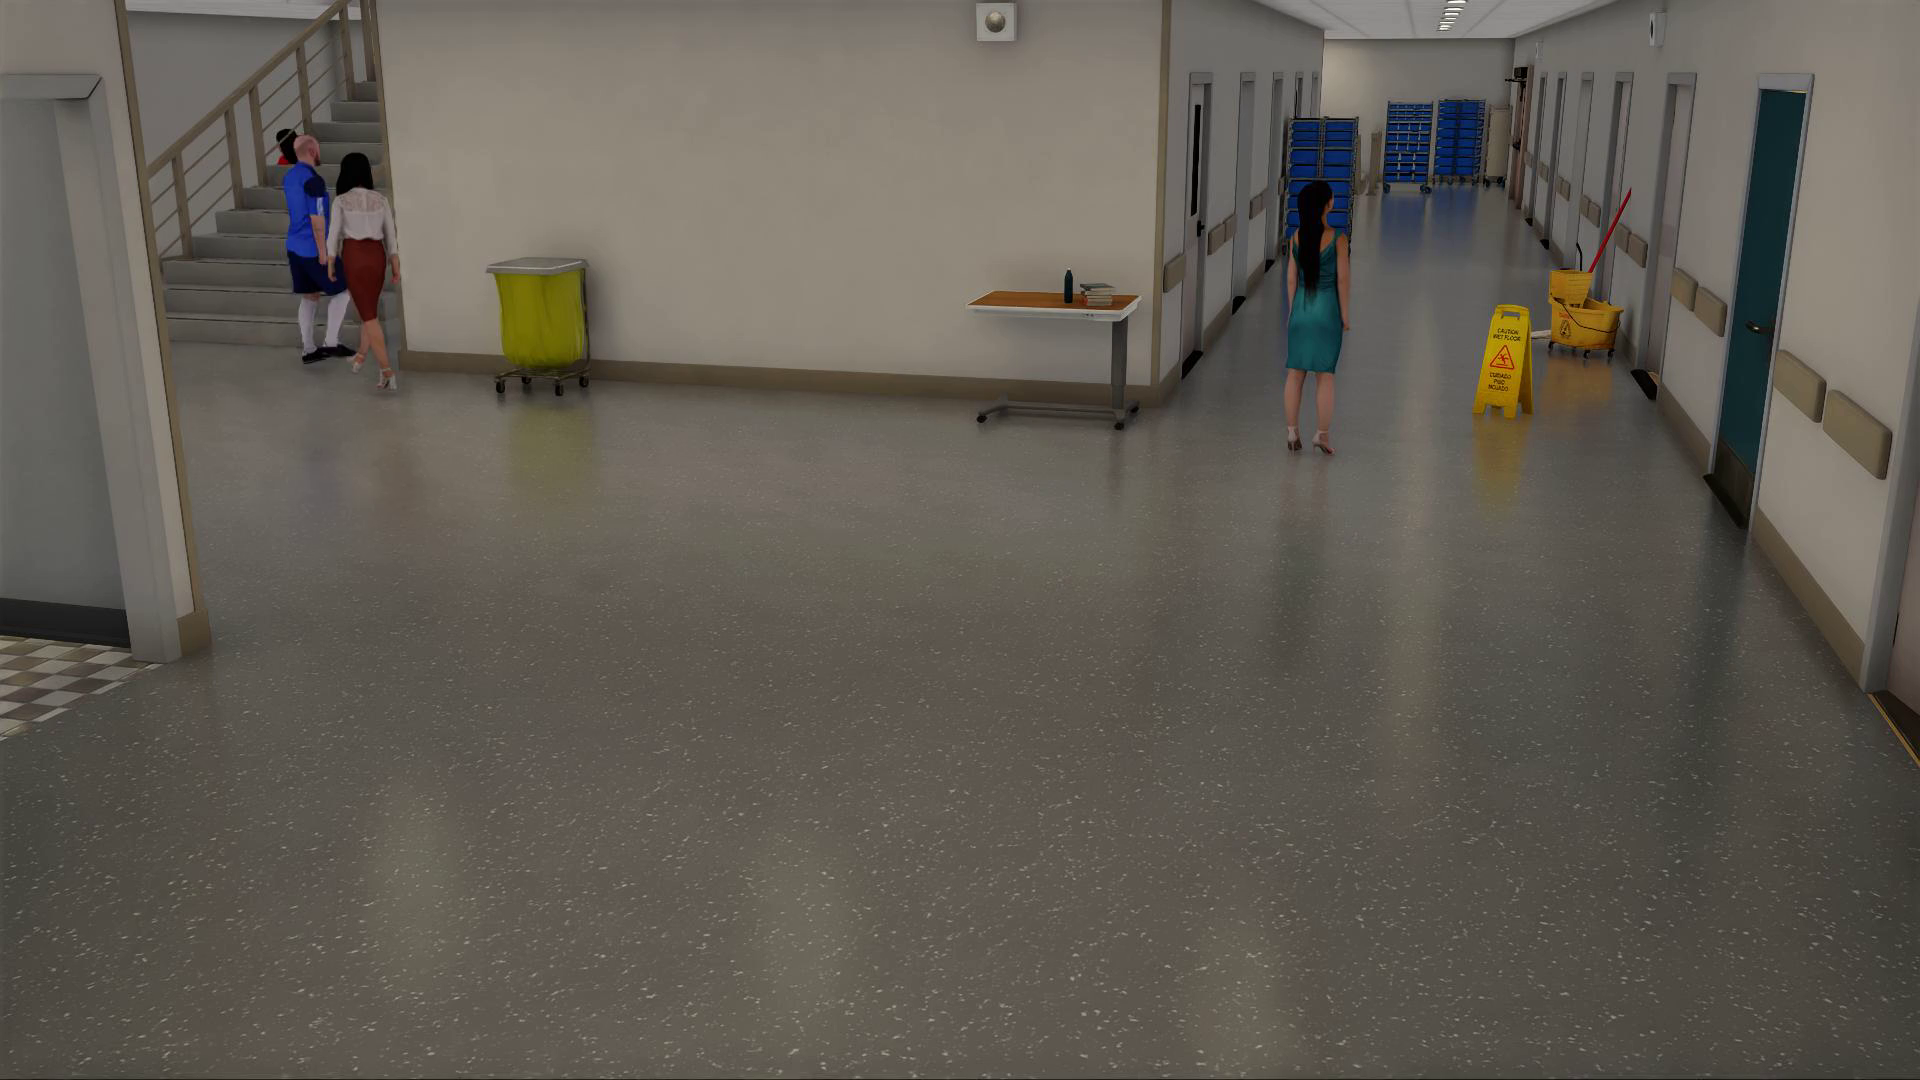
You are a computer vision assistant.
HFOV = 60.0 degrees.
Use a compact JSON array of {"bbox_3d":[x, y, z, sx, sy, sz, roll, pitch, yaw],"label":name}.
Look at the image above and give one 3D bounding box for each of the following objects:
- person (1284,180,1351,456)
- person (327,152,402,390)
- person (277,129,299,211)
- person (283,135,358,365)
[{"bbox_3d":[2.188,-1.351,10.254,0.596,1.665,0.579,10,19,31],"label":"person"},{"bbox_3d":[-4.332,-1.933,12.243,1.109,1.706,1.053,-15,21,-42],"label":"person"},{"bbox_3d":[-6.900,-3.381,17.302,0.686,1.749,0.559,3,16,10],"label":"person"},{"bbox_3d":[-5.300,-2.322,13.406,0.782,1.824,0.795,14,21,40],"label":"person"}]
